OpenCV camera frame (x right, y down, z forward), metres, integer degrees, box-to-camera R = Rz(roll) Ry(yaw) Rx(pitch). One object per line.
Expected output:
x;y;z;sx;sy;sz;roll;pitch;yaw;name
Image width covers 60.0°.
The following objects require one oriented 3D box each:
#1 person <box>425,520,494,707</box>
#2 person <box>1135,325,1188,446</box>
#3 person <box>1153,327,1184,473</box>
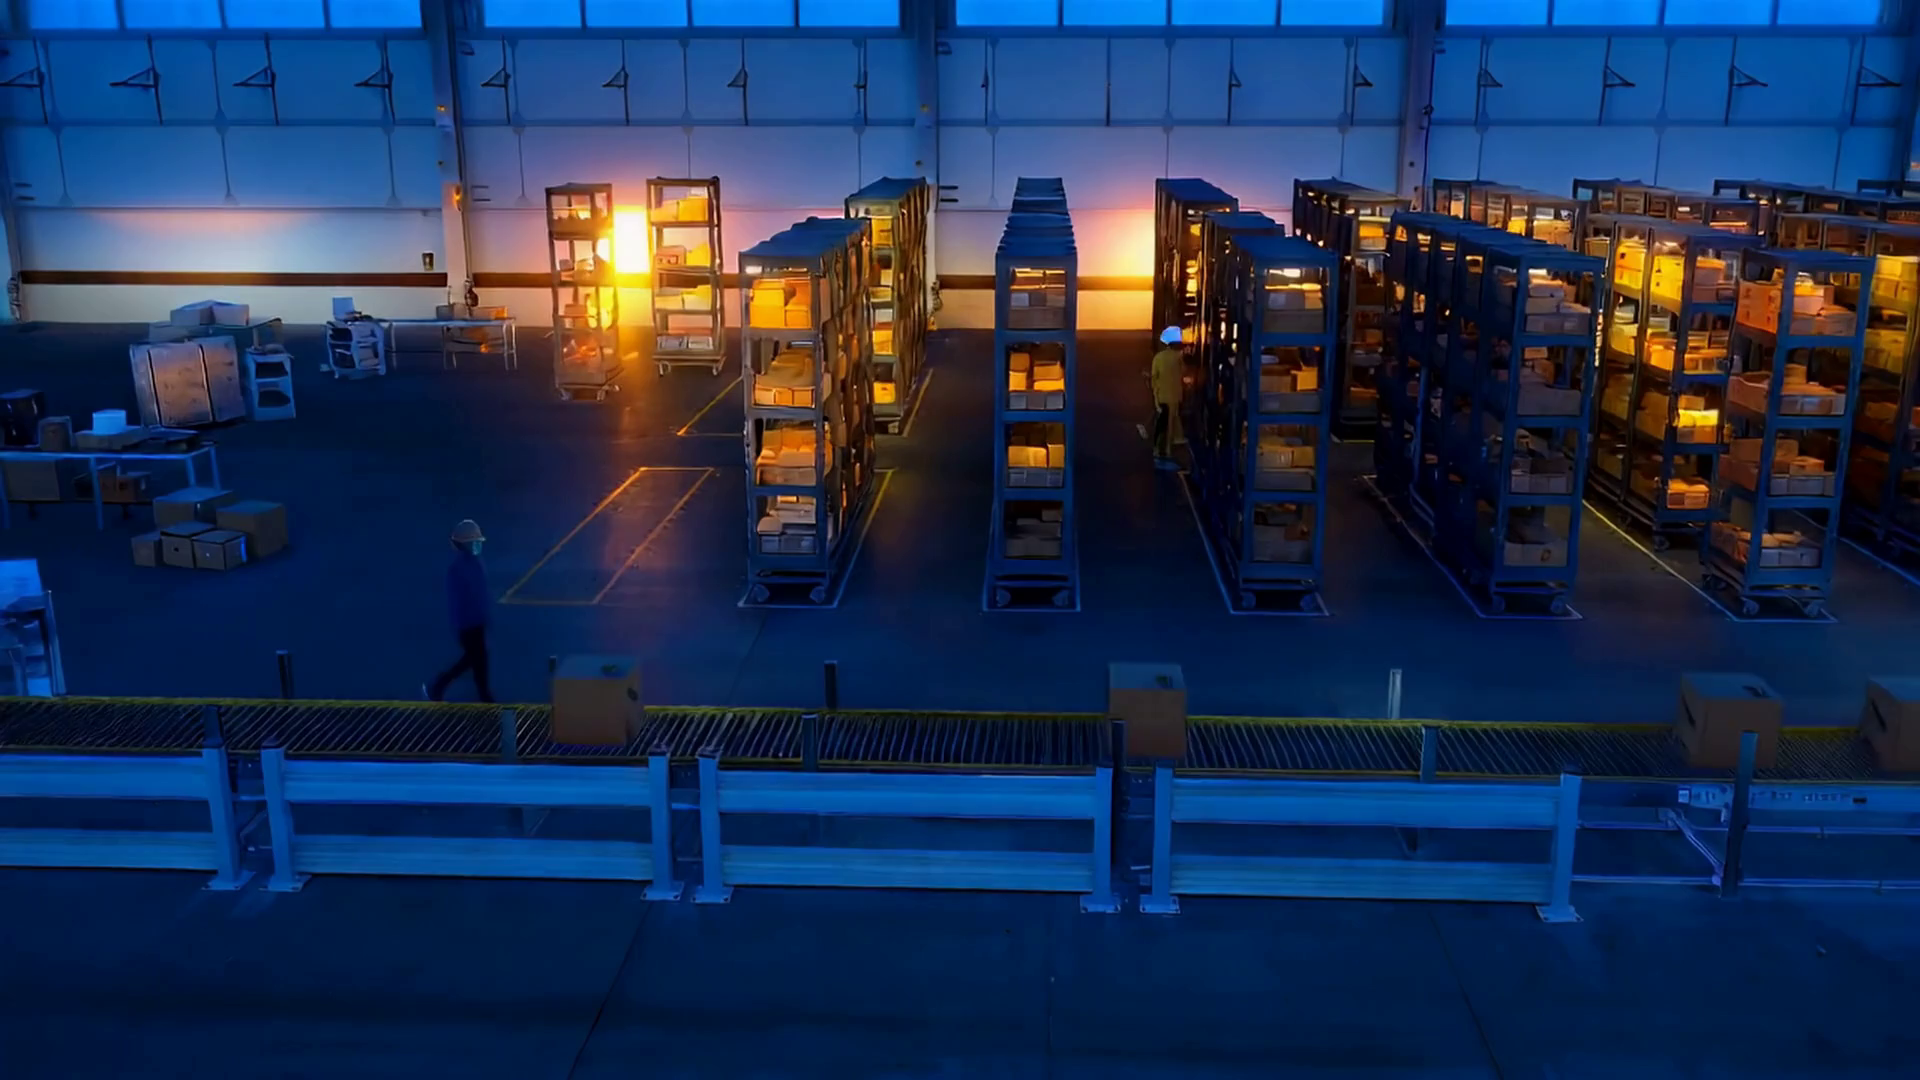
-4.107;0.669;13.743;0.735;1.743;0.527;2;15;6;person
3.014;-2.286;24.587;0.727;1.815;0.593;1;15;2;person
2.882;-1.942;22.963;0.375;1.997;0.612;12;19;38;person
